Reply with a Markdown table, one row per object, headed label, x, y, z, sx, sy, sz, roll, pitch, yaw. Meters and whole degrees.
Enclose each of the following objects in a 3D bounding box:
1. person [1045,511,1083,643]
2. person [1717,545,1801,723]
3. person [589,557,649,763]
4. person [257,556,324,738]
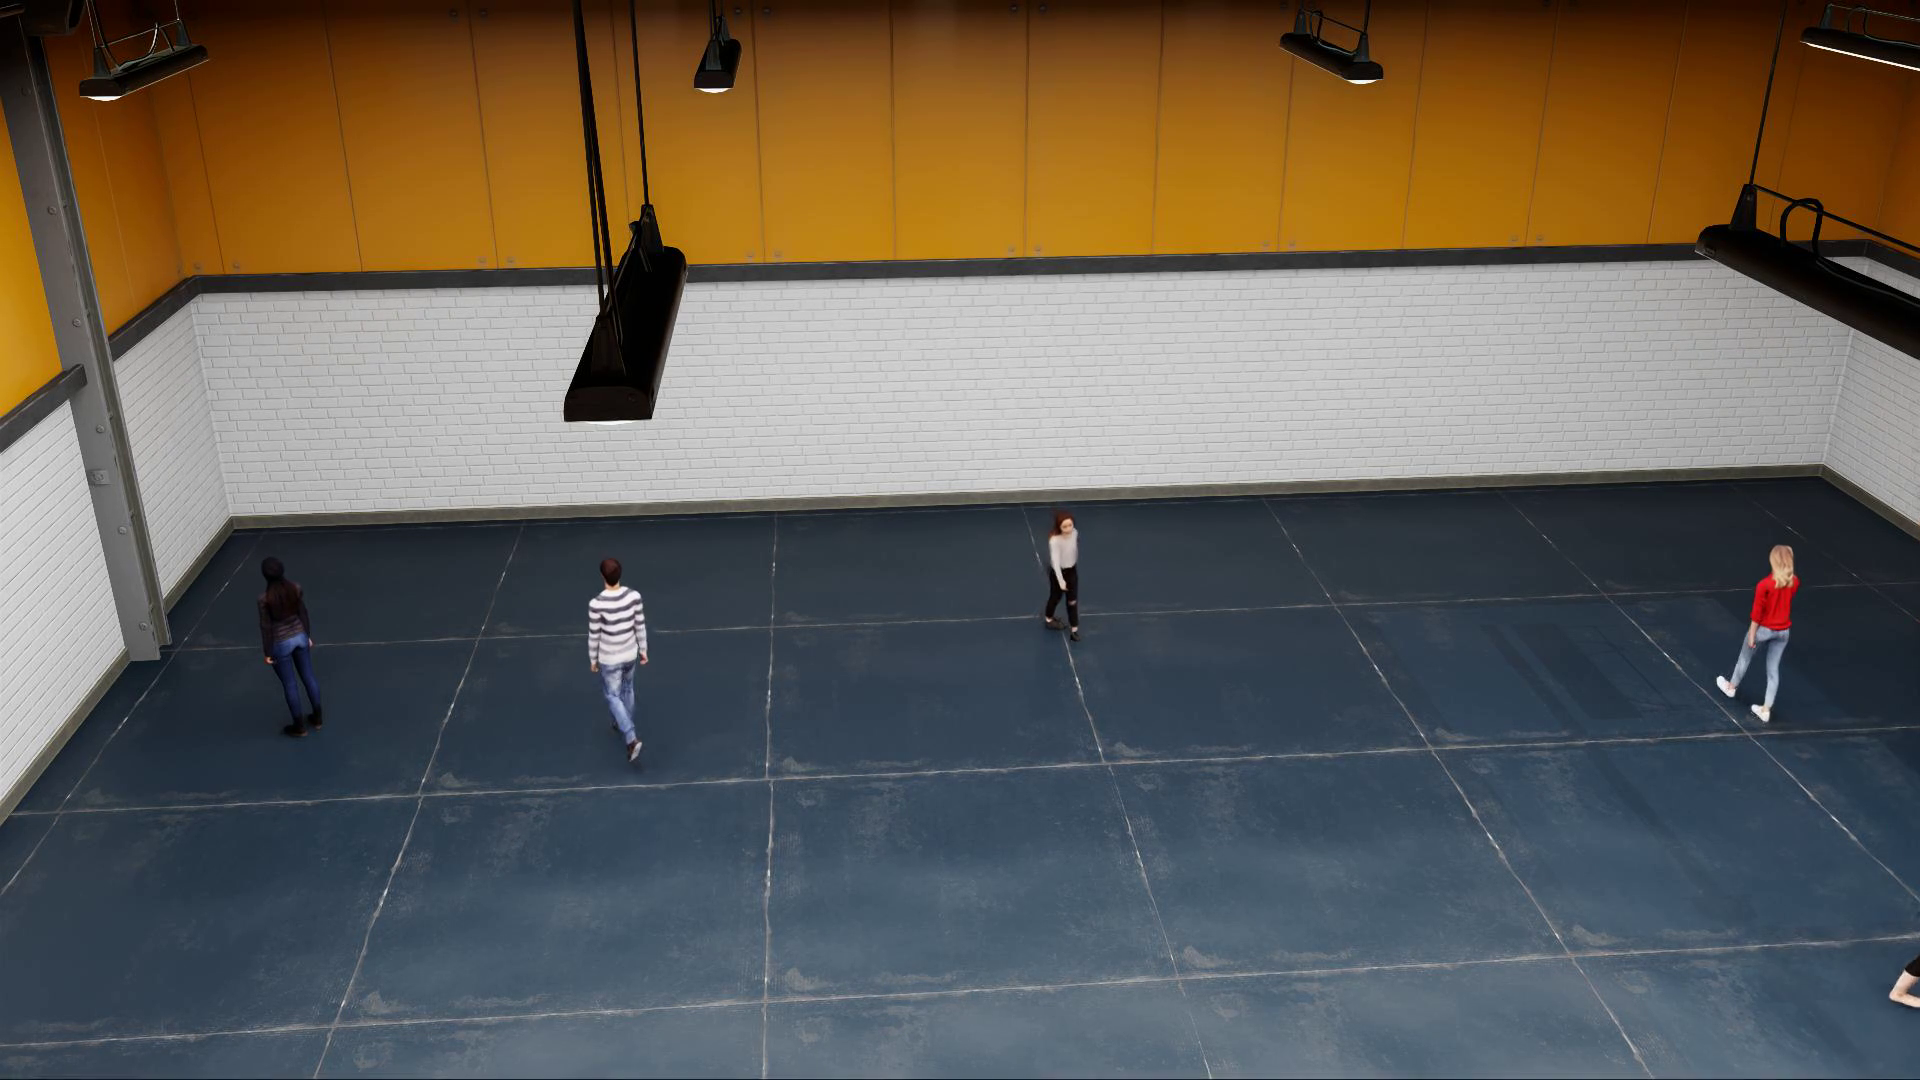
| label | x | y | z | sx | sy | sz | roll | pitch | yaw |
| --- | --- | --- | --- | --- | --- | --- | --- | --- | --- |
| person | 1.018 | 0.326 | 16.881 | 0.839 | 1.430 | 0.977 | -21 | 31 | -39 |
| person | 7.487 | 0.883 | 15.291 | 0.671 | 1.682 | 0.939 | -4 | 24 | -9 |
| person | -2.987 | 1.063 | 14.698 | 1.004 | 1.828 | 1.200 | -15 | 28 | -31 |
| person | -6.071 | 0.953 | 15.050 | 0.760 | 1.747 | 0.689 | 17 | 29 | 33 |
